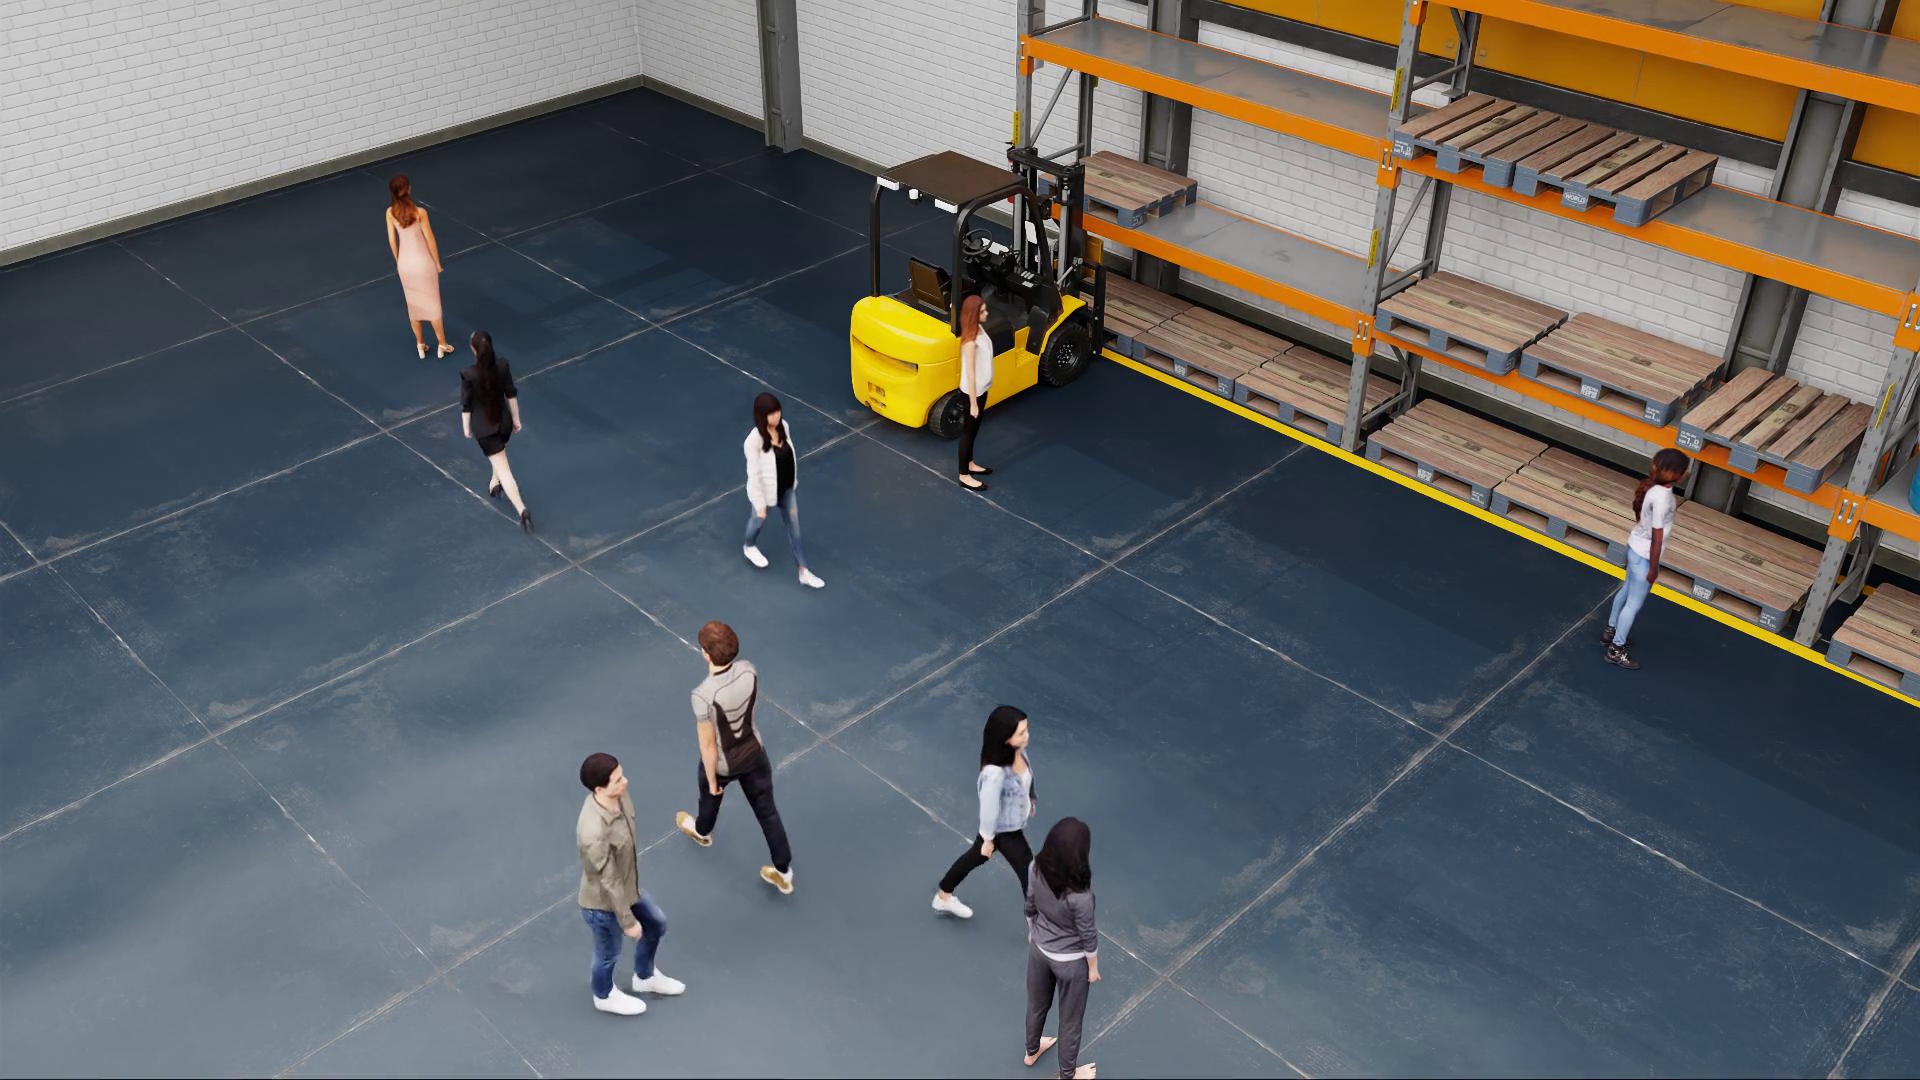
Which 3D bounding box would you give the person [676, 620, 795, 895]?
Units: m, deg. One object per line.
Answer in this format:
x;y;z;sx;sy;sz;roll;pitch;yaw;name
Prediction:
-1.268;1.319;9.822;0.675;1.851;1.211;-26;42;-34;person

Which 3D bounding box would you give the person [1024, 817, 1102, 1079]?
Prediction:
0.518;2.146;8.656;0.442;1.763;0.660;28;43;35;person

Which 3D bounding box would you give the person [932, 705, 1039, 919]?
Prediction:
0.170;1.621;9.536;1.222;1.663;1.021;7;34;11;person

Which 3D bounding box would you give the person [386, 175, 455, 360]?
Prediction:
-5.128;-2.574;15.696;0.643;1.831;0.723;3;34;5;person

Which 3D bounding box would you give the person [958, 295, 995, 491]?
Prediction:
0.110;-1.237;13.783;0.679;1.722;0.657;5;34;8;person

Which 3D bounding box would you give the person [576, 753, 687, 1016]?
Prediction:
-1.966;1.888;8.971;0.921;1.845;0.872;5;34;7;person

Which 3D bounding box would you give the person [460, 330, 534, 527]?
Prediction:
-3.677;-0.852;13.263;0.620;1.656;0.995;-26;42;-34;person

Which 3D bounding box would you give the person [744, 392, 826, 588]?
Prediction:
-1.488;-0.407;12.651;1.078;1.593;0.680;26;41;33;person

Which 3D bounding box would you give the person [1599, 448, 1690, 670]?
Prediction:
4.840;0.106;11.765;0.689;1.719;0.670;7;34;11;person
